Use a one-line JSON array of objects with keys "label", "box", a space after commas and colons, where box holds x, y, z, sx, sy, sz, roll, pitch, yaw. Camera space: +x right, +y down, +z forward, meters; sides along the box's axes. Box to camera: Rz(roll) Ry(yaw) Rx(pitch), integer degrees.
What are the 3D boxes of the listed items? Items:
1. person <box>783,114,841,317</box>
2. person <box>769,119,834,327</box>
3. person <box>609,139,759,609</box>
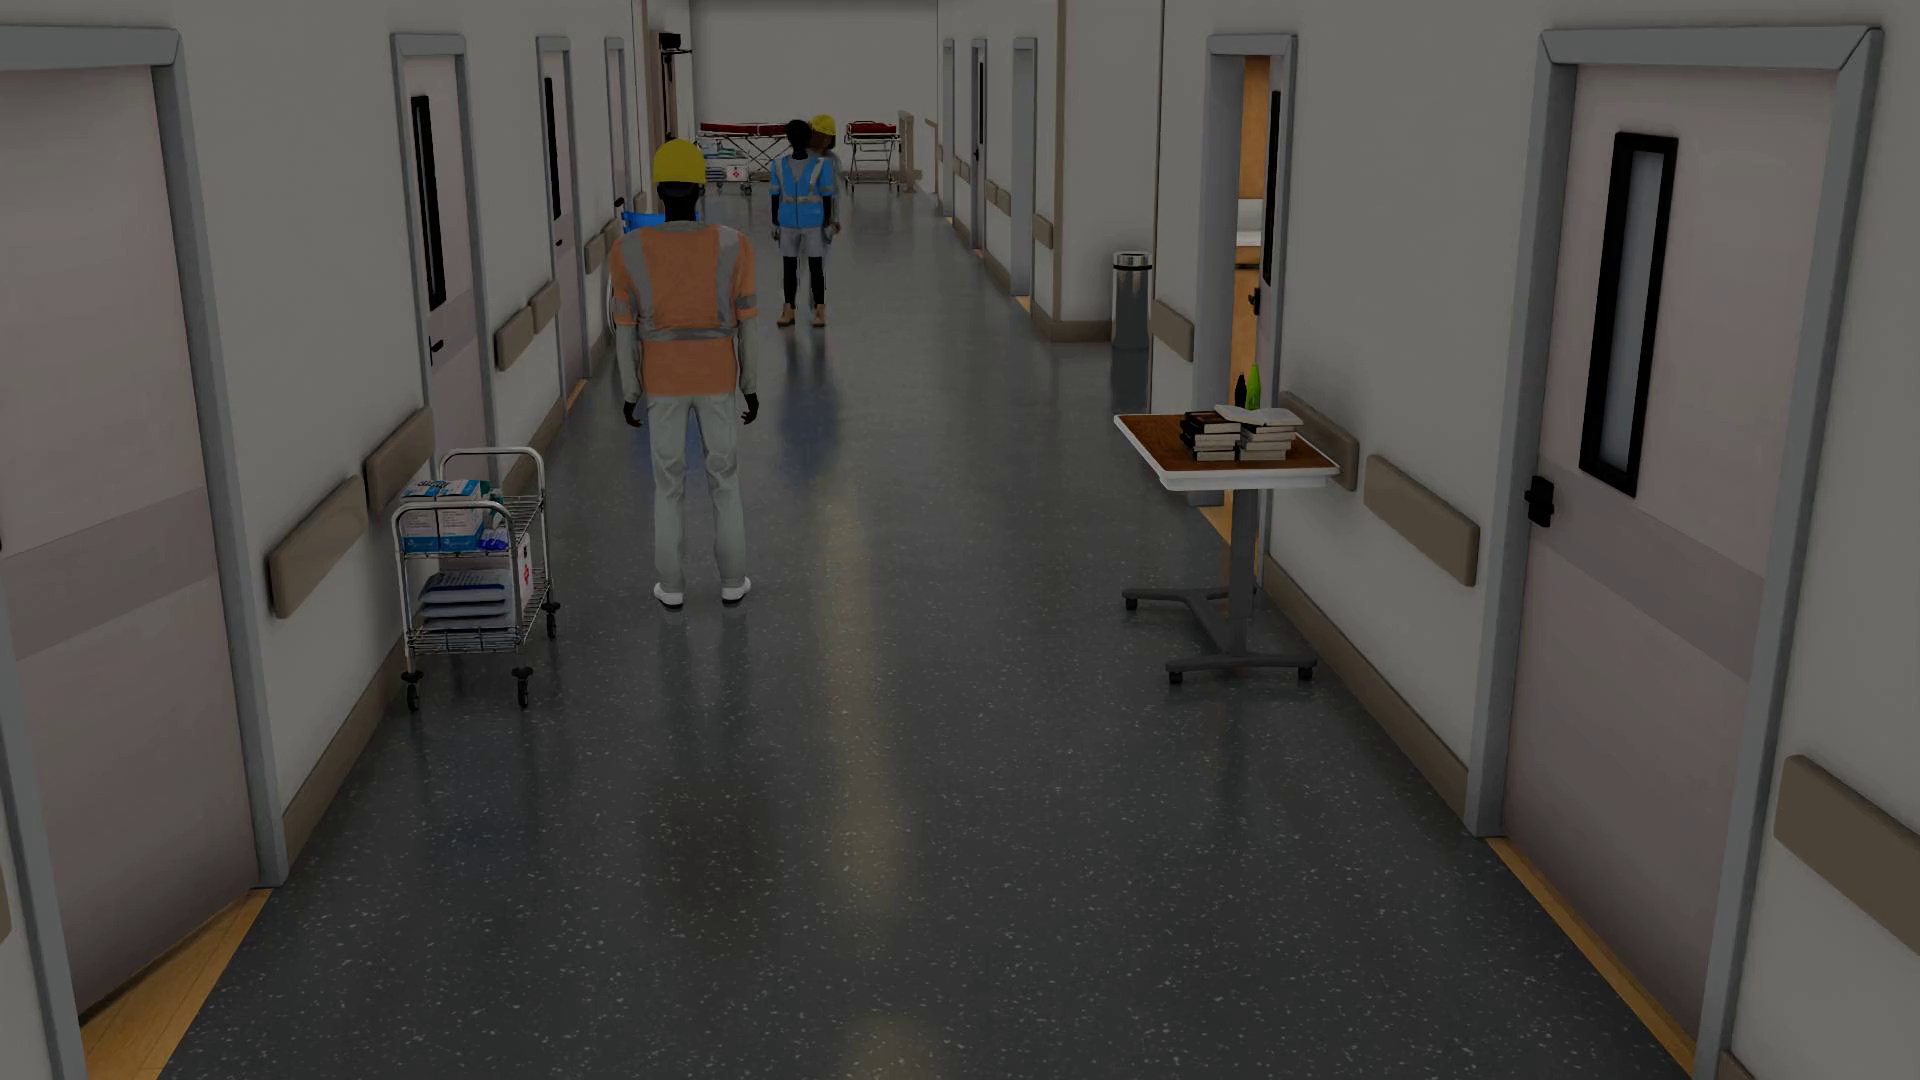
[{"label": "person", "box": [-1.242, -2.777, 14.289, 0.496, 1.715, 0.478, -14, 22, -39]}, {"label": "person", "box": [-1.302, -2.608, 13.761, 0.567, 1.693, 0.317, 3, 17, 9]}, {"label": "person", "box": [-1.117, -0.661, 6.852, 0.587, 1.928, 0.363, -3, 17, -11]}]
